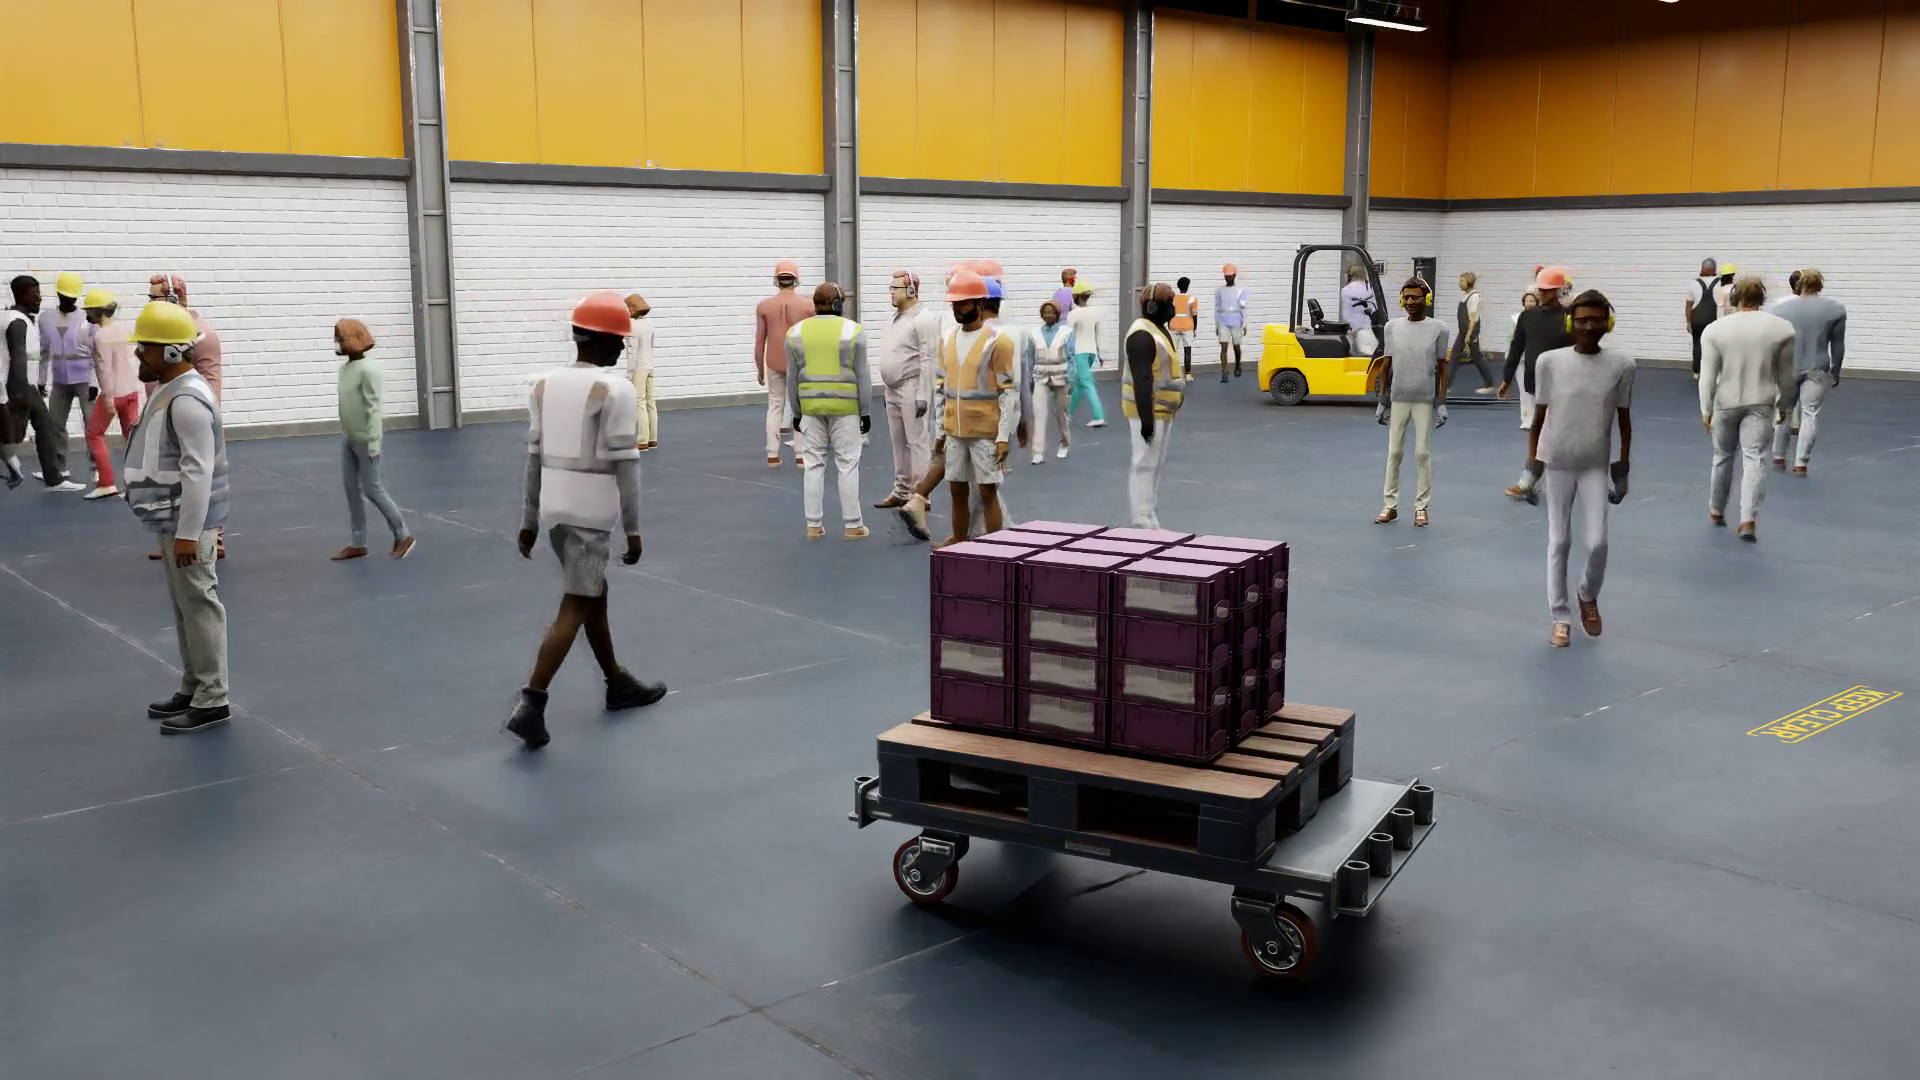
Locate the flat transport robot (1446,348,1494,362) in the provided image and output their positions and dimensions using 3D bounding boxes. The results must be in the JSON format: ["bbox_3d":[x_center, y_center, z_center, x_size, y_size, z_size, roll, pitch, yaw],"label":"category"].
[{"bbox_3d":[9.659,-3.557,31.941,0.652,0.197,1.431,8,12,39],"label":"flat transport robot"}]

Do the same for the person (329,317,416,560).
[{"bbox_3d":[-3.956,-0.657,11.062,0.413,1.648,0.516,-9,13,-43],"label":"person"}]

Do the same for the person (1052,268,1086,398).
[{"bbox_3d":[1.523,-2.934,23.679,0.389,1.849,0.567,-7,12,-34],"label":"person"}]

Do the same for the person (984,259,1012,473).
[{"bbox_3d":[0.266,-1.587,15.364,0.391,1.992,0.623,9,13,41],"label":"person"}]

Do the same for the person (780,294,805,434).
[{"bbox_3d":[-1.748,-1.981,18.831,0.825,1.597,0.512,-3,10,-15],"label":"person"}]

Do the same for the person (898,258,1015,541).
[{"bbox_3d":[-0.009,-0.980,11.785,0.913,2.016,0.611,-8,12,-38],"label":"person"}]

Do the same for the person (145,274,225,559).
[{"bbox_3d":[-5.147,-0.792,10.982,0.643,1.905,0.400,6,12,33],"label":"person"}]

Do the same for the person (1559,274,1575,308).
[{"bbox_3d":[8.689,-2.940,23.993,0.524,1.755,0.399,3,10,15],"label":"person"}]

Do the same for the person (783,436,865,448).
[{"bbox_3d":[-1.400,-1.725,17.361,0.858,1.587,0.526,0,10,1],"label":"person"}]

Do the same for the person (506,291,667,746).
[{"bbox_3d":[-1.650,-0.104,7.044,0.595,1.886,0.991,7,12,34],"label":"person"}]

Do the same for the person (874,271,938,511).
[{"bbox_3d":[-0.436,-1.166,13.160,0.407,1.910,0.638,-6,11,-31],"label":"person"}]

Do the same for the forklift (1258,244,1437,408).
[{"bbox_3d":[5.256,-2.933,22.661,2.313,2.155,1.214,3,10,16],"label":"forklift"}]

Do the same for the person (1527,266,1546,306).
[{"bbox_3d":[10.046,-3.834,28.928,0.595,1.846,0.767,-4,11,-24],"label":"person"}]

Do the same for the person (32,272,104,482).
[{"bbox_3d":[-7.978,-1.439,14.881,0.738,1.886,0.419,0,10,2],"label":"person"}]

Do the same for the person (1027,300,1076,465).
[{"bbox_3d":[0.916,-1.571,16.426,0.514,1.601,0.835,3,10,15],"label":"person"}]

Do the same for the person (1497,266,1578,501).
[{"bbox_3d":[4.925,-1.322,14.001,1.043,1.944,0.628,-6,12,-32],"label":"person"}]

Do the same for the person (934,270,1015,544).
[{"bbox_3d":[0.059,-0.674,10.186,0.551,1.935,0.375,7,12,35],"label":"person"}]

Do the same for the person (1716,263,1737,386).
[{"bbox_3d":[11.666,-3.250,25.378,0.612,1.906,0.626,-5,11,-25],"label":"person"}]

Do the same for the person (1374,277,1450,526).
[{"bbox_3d":[3.399,-1.034,12.499,0.534,1.868,0.309,5,11,26],"label":"person"}]

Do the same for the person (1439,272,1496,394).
[{"bbox_3d":[7.432,-3.011,24.290,0.957,1.801,0.525,-1,10,-6],"label":"person"}]

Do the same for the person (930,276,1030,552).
[{"bbox_3d":[0.146,-0.794,11.059,0.803,1.891,0.650,7,12,35],"label":"person"}]

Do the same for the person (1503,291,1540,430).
[{"bbox_3d":[6.566,-2.071,19.280,0.547,1.610,0.699,7,12,34],"label":"person"}]

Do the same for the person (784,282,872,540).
[{"bbox_3d":[-0.919,-0.912,11.881,0.619,1.838,0.430,2,10,13],"label":"person"}]

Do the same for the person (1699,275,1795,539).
[{"bbox_3d":[5.706,-0.971,12.112,0.637,1.891,1.038,4,10,22],"label":"person"}]

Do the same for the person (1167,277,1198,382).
[{"bbox_3d":[3.584,-3.398,26.866,0.532,1.690,0.321,4,10,21],"label":"person"}]

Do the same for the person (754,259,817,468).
[{"bbox_3d":[-1.646,-1.676,15.909,0.633,1.990,0.402,1,10,5],"label":"person"}]

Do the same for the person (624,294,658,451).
[{"bbox_3d":[-3.337,-1.740,17.319,0.284,1.633,0.498,3,10,16],"label":"person"}]

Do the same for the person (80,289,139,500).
[{"bbox_3d":[-7.077,-1.195,13.791,0.611,1.743,0.520,0,10,-1],"label":"person"}]

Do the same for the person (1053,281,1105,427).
[{"bbox_3d":[1.421,-2.213,19.813,0.544,1.713,0.926,-9,13,-42],"label":"person"}]

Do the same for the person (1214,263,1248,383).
[{"bbox_3d":[4.357,-3.492,26.737,0.558,1.918,0.606,3,10,18],"label":"person"}]

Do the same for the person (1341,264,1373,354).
[{"bbox_3d":[6.214,-3.350,26.013,0.628,1.909,0.991,-5,11,-29],"label":"person"}]

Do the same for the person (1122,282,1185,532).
[{"bbox_3d":[1.361,-0.883,11.695,0.429,1.842,0.633,3,10,20],"label":"person"}]

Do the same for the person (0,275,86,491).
[{"bbox_3d":[-8.026,-1.301,14.071,0.881,1.878,0.626,-4,11,-24],"label":"person"}]

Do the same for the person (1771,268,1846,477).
[{"bbox_3d":[7.856,-1.563,15.482,0.645,1.898,0.929,4,11,25],"label":"person"}]

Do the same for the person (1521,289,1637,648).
[{"bbox_3d":[3.186,-0.360,8.617,0.530,1.853,0.403,3,10,19],"label":"person"}]

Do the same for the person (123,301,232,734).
[{"bbox_3d":[-3.343,-0.099,7.119,0.404,1.835,0.590,-6,11,-32],"label":"person"}]

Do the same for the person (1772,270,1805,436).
[{"bbox_3d":[9.387,-2.102,18.765,0.310,1.863,0.535,-4,10,-22],"label":"person"}]

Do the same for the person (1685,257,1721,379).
[{"bbox_3d":[12.232,-3.638,27.241,0.691,2.000,0.754,5,11,27],"label":"person"}]

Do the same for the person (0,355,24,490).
[{"bbox_3d":[-5.539,-0.486,9.103,0.925,1.934,0.607,8,13,40],"label":"person"}]
